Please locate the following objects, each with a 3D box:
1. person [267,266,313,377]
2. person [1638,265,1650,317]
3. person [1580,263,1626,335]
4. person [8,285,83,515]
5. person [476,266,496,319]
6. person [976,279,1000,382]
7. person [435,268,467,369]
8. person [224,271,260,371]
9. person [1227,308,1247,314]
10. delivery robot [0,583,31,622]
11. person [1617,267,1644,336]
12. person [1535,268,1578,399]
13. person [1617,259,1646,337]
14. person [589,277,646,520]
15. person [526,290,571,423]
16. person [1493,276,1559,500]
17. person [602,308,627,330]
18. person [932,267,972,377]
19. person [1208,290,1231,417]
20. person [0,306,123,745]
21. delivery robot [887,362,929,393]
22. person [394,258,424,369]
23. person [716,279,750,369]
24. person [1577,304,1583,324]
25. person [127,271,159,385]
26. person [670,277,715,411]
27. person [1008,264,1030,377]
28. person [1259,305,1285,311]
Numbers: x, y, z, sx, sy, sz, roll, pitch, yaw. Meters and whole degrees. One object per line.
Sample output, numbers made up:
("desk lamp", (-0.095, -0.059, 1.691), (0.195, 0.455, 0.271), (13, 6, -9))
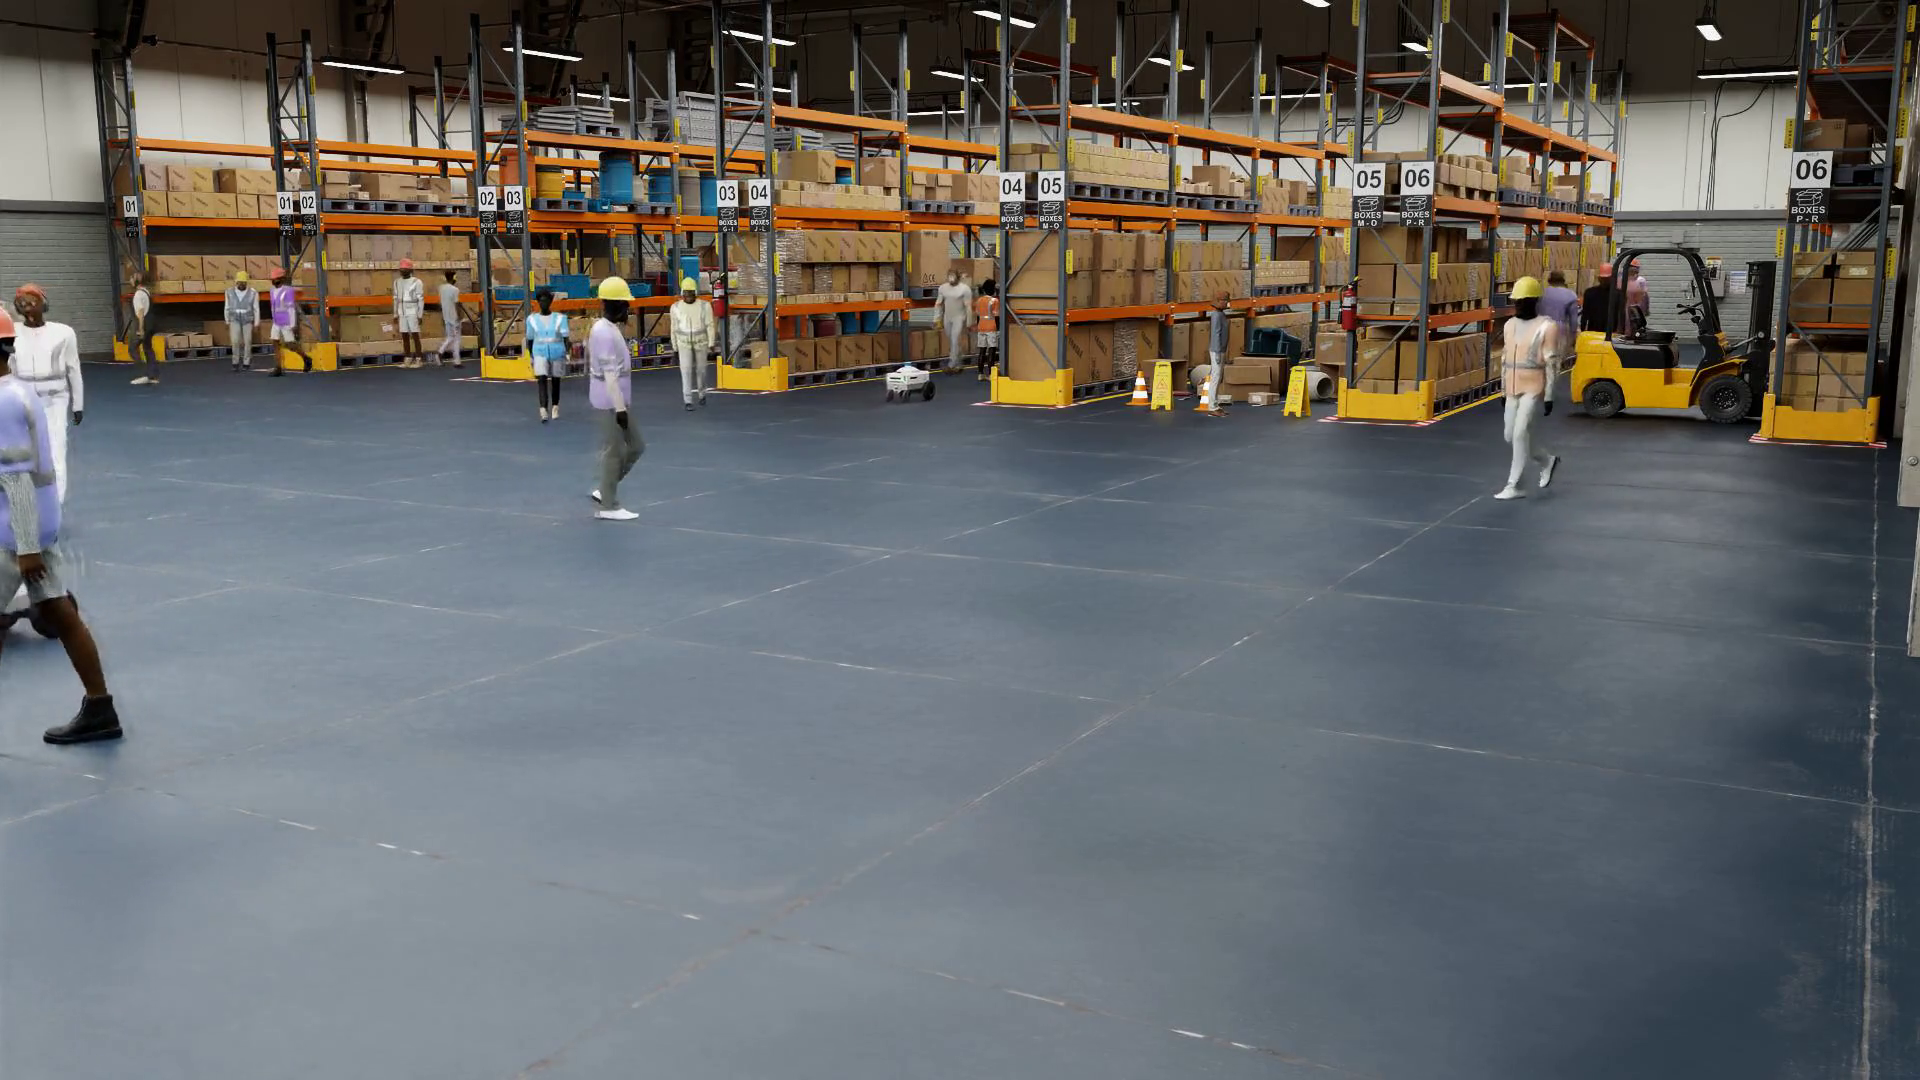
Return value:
("person", (-11.645, -3.775, 28.762), (0.542, 1.907, 0.796), (5, 11, 28))
("person", (14.138, -4.933, 35.122), (0.745, 2.000, 0.941), (-2, 10, -14))
("person", (9.405, -3.061, 24.330), (0.635, 1.971, 0.573), (6, 11, 32))
("person", (-7.194, -1.053, 12.975), (0.579, 1.835, 0.967), (-3, 10, -15))
("person", (-10.716, -5.370, 37.928), (0.608, 1.967, 0.930), (8, 13, 39))
("person", (0.479, -3.451, 27.444), (0.316, 1.697, 0.540), (-8, 13, -40))
("person", (-9.380, -4.055, 30.534), (0.547, 1.848, 0.500), (6, 11, 30))
("person", (-12.931, -3.924, 29.943), (0.603, 1.787, 0.851), (-3, 10, -18))
("person", (5.871, -4.764, 34.810), (0.629, 1.813, 0.831), (5, 11, 26))
("delivery robot", (-5.211, 0.244, 8.882), (0.477, 0.478, 0.707), (4, 10, 20))
("person", (12.444, -4.174, 31.167), (0.505, 1.876, 0.686), (-8, 12, -37))
("person", (8.699, -3.026, 24.397), (0.641, 1.905, 0.964), (5, 11, 25))
("person", (12.941, -4.434, 32.212), (0.605, 2.037, 0.394), (5, 11, 29))
("person", (-2.678, -1.094, 13.015), (0.421, 1.908, 0.598), (0, 10, -3))
("person", (-5.163, -2.308, 20.894), (0.539, 1.648, 0.871), (-2, 10, -14))
("person", (4.906, -1.303, 14.279), (0.733, 1.907, 0.592), (-5, 11, -26))
("person", (-6.931, -4.413, 33.302), (0.546, 1.623, 0.415), (6, 11, 30))
("person", (-0.116, -3.791, 28.920), (0.650, 1.887, 1.040), (6, 11, 30))
("person", (3.368, -2.416, 21.575), (0.271, 1.632, 0.508), (3, 10, 16))
("person", (-4.042, -0.040, 6.897), (0.963, 1.887, 0.576), (-4, 10, -20))
("delivery robot", (-0.742, -2.310, 23.834), (0.477, 0.478, 0.707), (6, 11, 30))
("person", (-10.154, -4.155, 30.560), (0.614, 2.040, 0.390), (4, 10, 20))
("person", (-3.760, -3.484, 27.661), (0.491, 1.694, 0.917), (5, 11, 25))
("person", (13.754, -5.152, 36.916), (0.328, 1.868, 0.509), (3, 10, 20))
("person", (-13.231, -3.405, 26.786), (0.517, 1.831, 0.525), (-1, 10, -6))
("person", (-3.632, -2.673, 22.610), (0.600, 1.805, 0.860), (-1, 10, -6))
("person", (0.956, -3.680, 28.074), (0.481, 1.942, 0.646), (-1, 10, -6))
("person", (6.976, -5.157, 37.095), (0.579, 1.823, 0.843), (7, 12, 37))
